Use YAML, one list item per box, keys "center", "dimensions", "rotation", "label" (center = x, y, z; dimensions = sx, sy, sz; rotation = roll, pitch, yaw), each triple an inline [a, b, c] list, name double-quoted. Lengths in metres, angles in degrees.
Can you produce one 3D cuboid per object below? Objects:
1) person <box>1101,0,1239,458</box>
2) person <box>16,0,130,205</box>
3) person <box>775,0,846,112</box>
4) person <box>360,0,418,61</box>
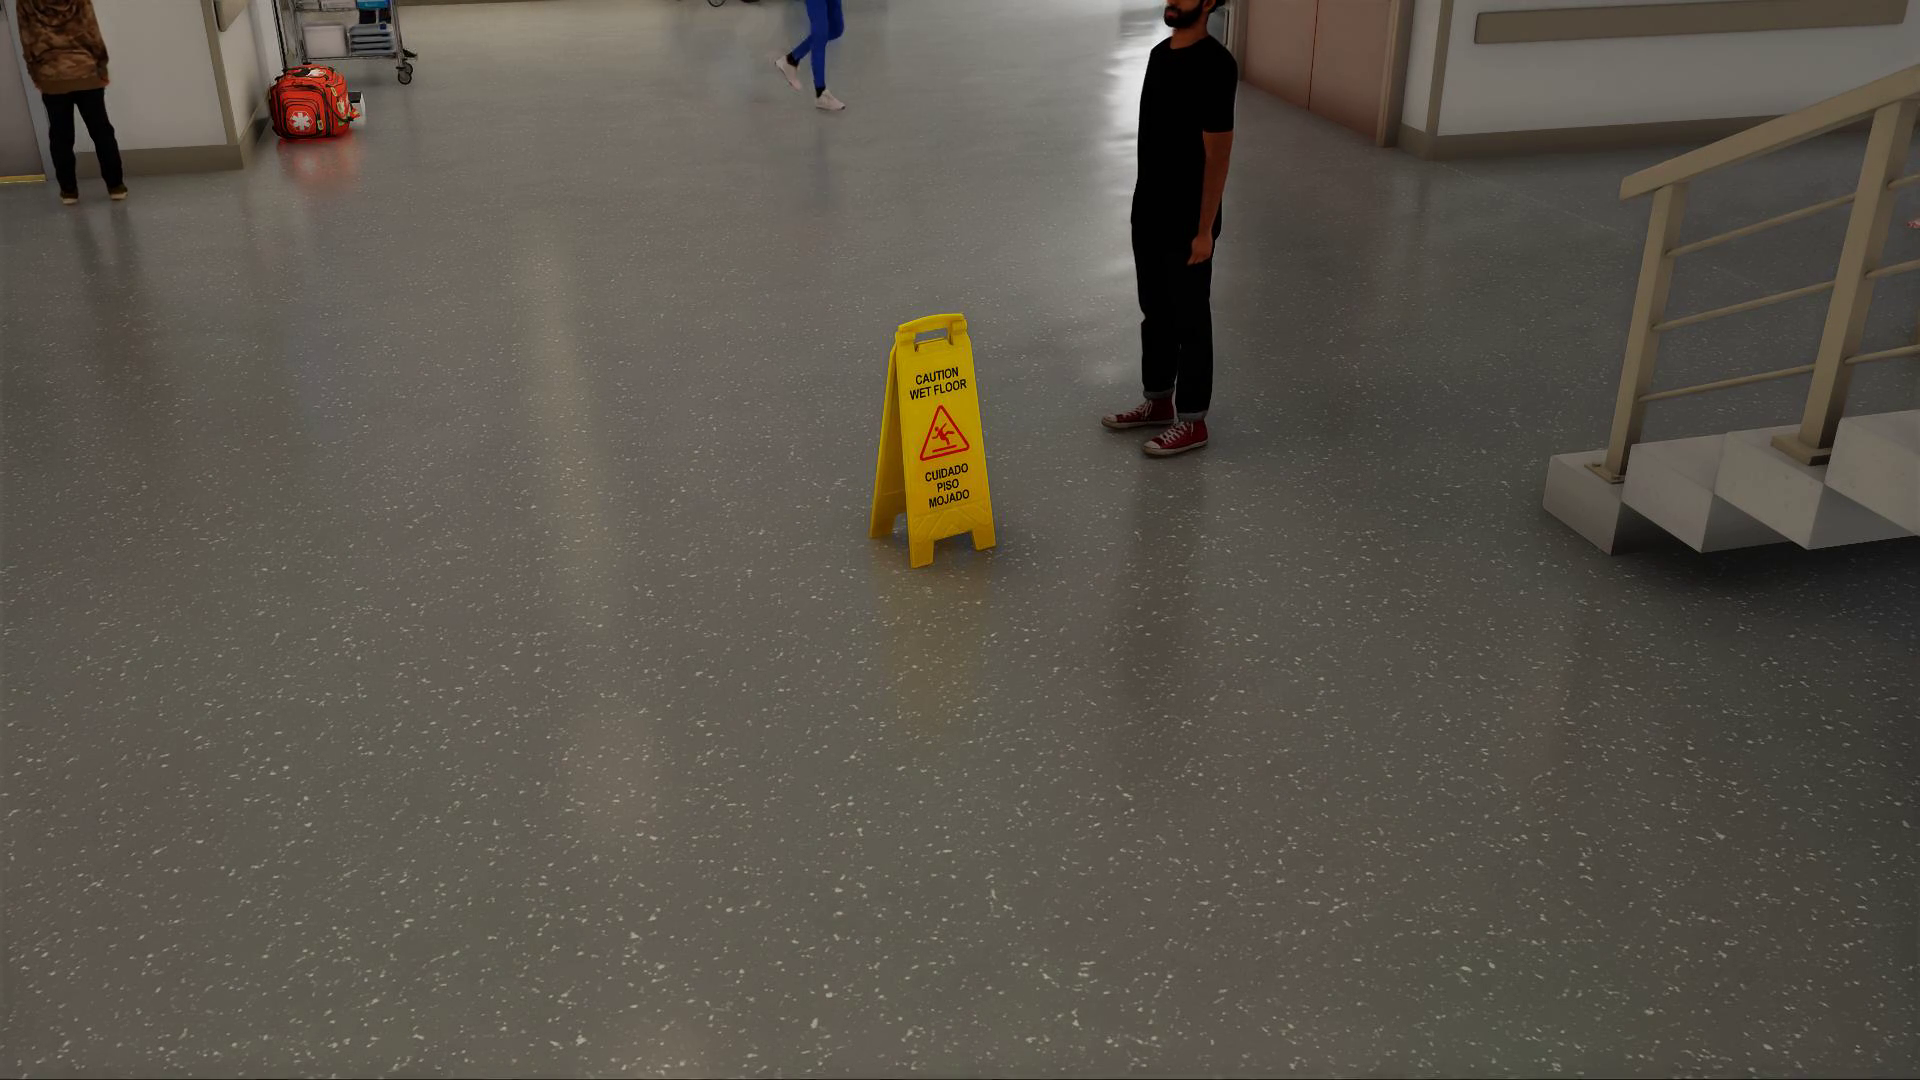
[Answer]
- center: [0.795, -1.190, 6.032]
  dimensions: [0.729, 1.757, 0.571]
  rotation: [-12, 28, -23]
  label: "person"
- center: [-5.039, -2.645, 9.399]
  dimensions: [0.626, 1.454, 0.614]
  rotation: [-12, 28, -22]
  label: "person"
- center: [-1.081, -3.952, 11.762]
  dimensions: [0.992, 1.756, 0.936]
  rotation: [14, 29, 26]
  label: "person"
- center: [-4.878, -4.862, 13.439]
  dimensions: [0.840, 1.939, 0.785]
  rotation: [2, 26, 5]
  label: "person"
